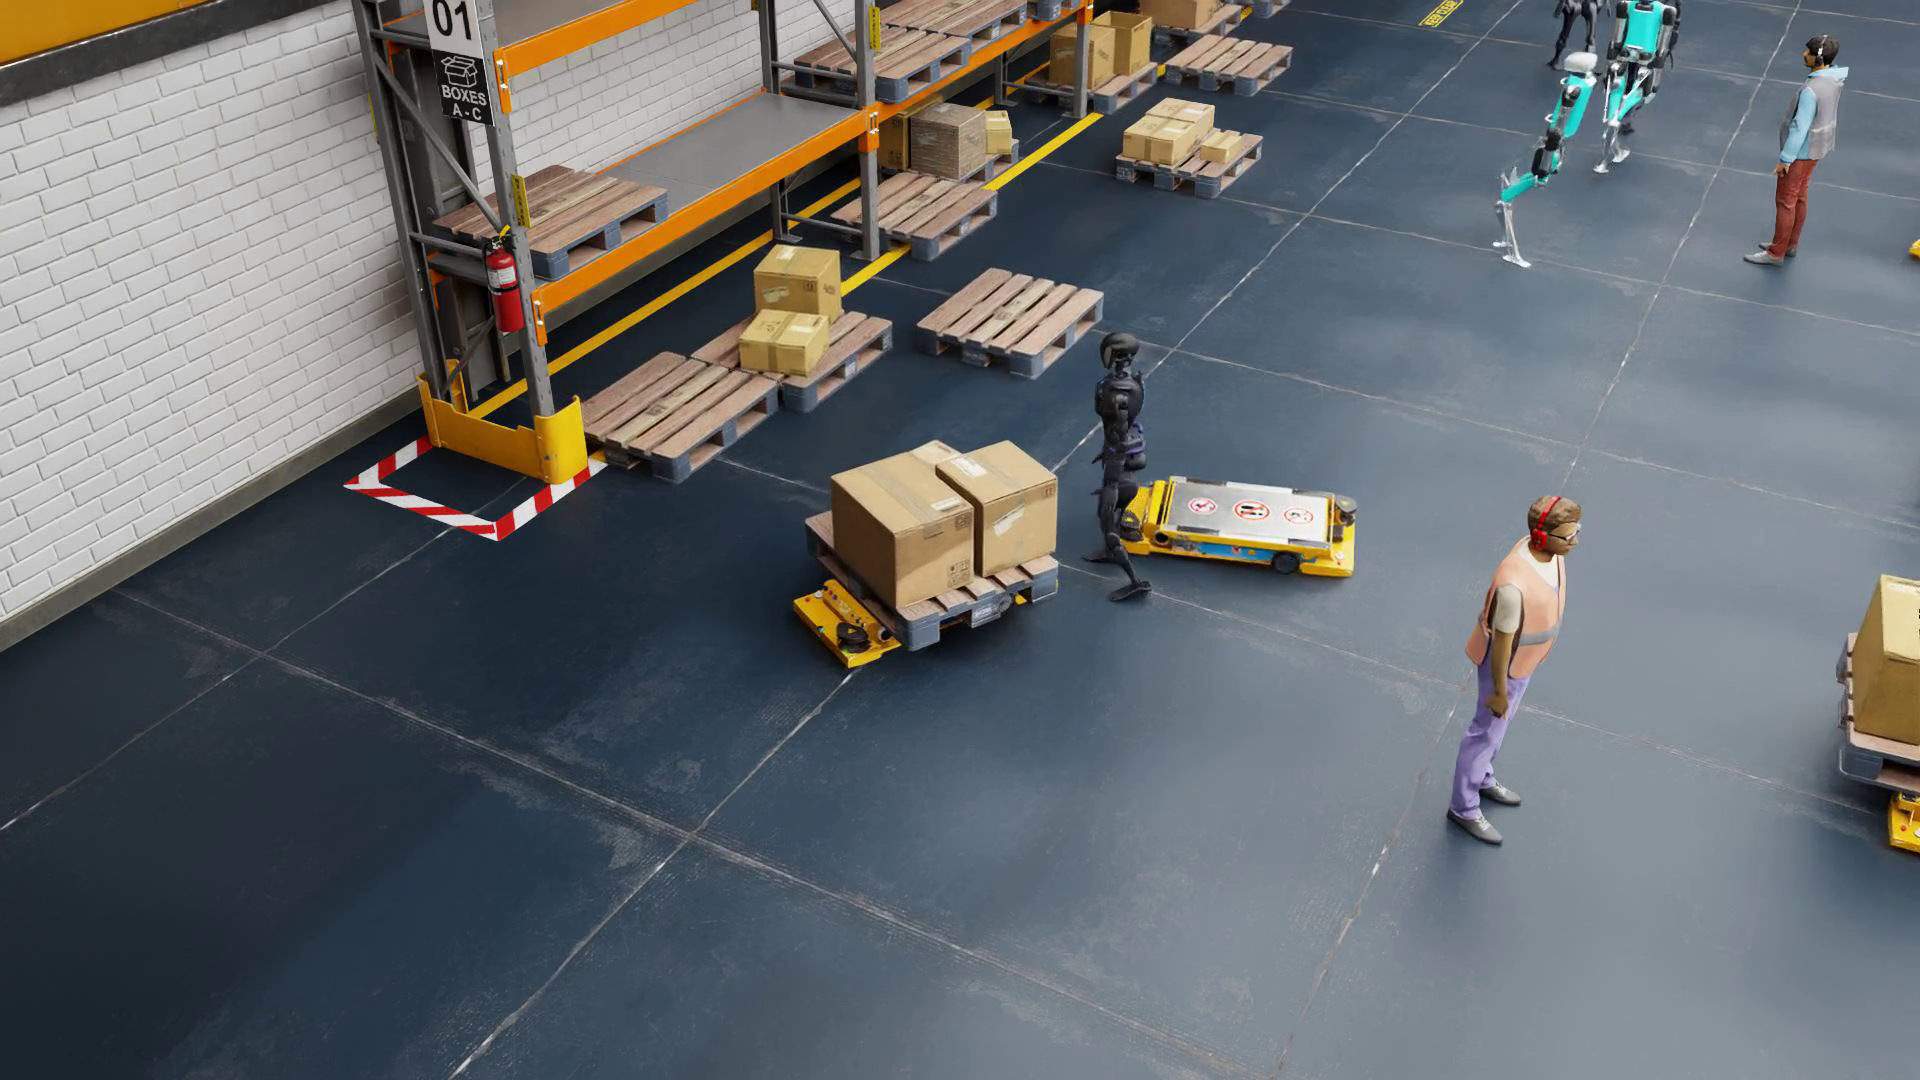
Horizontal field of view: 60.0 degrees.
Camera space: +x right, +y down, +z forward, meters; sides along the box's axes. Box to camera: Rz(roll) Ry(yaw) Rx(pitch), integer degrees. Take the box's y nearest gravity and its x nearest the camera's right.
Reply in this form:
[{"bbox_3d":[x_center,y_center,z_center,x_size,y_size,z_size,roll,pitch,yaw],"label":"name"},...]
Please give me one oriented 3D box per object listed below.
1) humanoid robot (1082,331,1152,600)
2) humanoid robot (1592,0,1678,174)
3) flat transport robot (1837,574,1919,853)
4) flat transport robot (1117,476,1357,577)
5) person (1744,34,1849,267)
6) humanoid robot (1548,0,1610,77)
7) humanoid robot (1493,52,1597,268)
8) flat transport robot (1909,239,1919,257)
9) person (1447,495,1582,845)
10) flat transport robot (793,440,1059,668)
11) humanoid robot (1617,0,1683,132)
[{"bbox_3d":[0.935,-0.447,9.544,0.394,1.635,0.599,0,33,0],"label":"humanoid robot"},{"bbox_3d":[5.975,-4.096,15.056,0.540,1.764,1.030,26,42,34],"label":"humanoid robot"},{"bbox_3d":[5.076,1.130,8.439,0.659,0.231,1.431,13,36,19],"label":"flat transport robot"},{"bbox_3d":[1.712,-0.094,10.290,1.431,0.231,0.659,7,34,10],"label":"flat transport robot"},{"bbox_3d":[6.805,-3.132,13.436,0.415,1.872,0.536,26,42,34],"label":"person"},{"bbox_3d":[6.604,-5.708,17.538,0.608,1.624,0.758,-5,34,-7],"label":"humanoid robot"},{"bbox_3d":[4.611,-3.104,13.530,0.798,1.796,0.530,19,38,26],"label":"humanoid robot"},{"bbox_3d":[8.676,-2.611,14.099,1.431,0.231,0.659,-28,43,-36],"label":"flat transport robot"},{"bbox_3d":[2.594,0.575,7.847,0.395,1.847,0.563,21,39,29],"label":"person"},{"bbox_3d":[-0.194,0.285,9.716,1.431,0.231,0.659,-20,38,-27],"label":"flat transport robot"},{"bbox_3d":[6.708,-4.852,16.256,0.586,1.628,0.781,21,39,28],"label":"humanoid robot"}]
